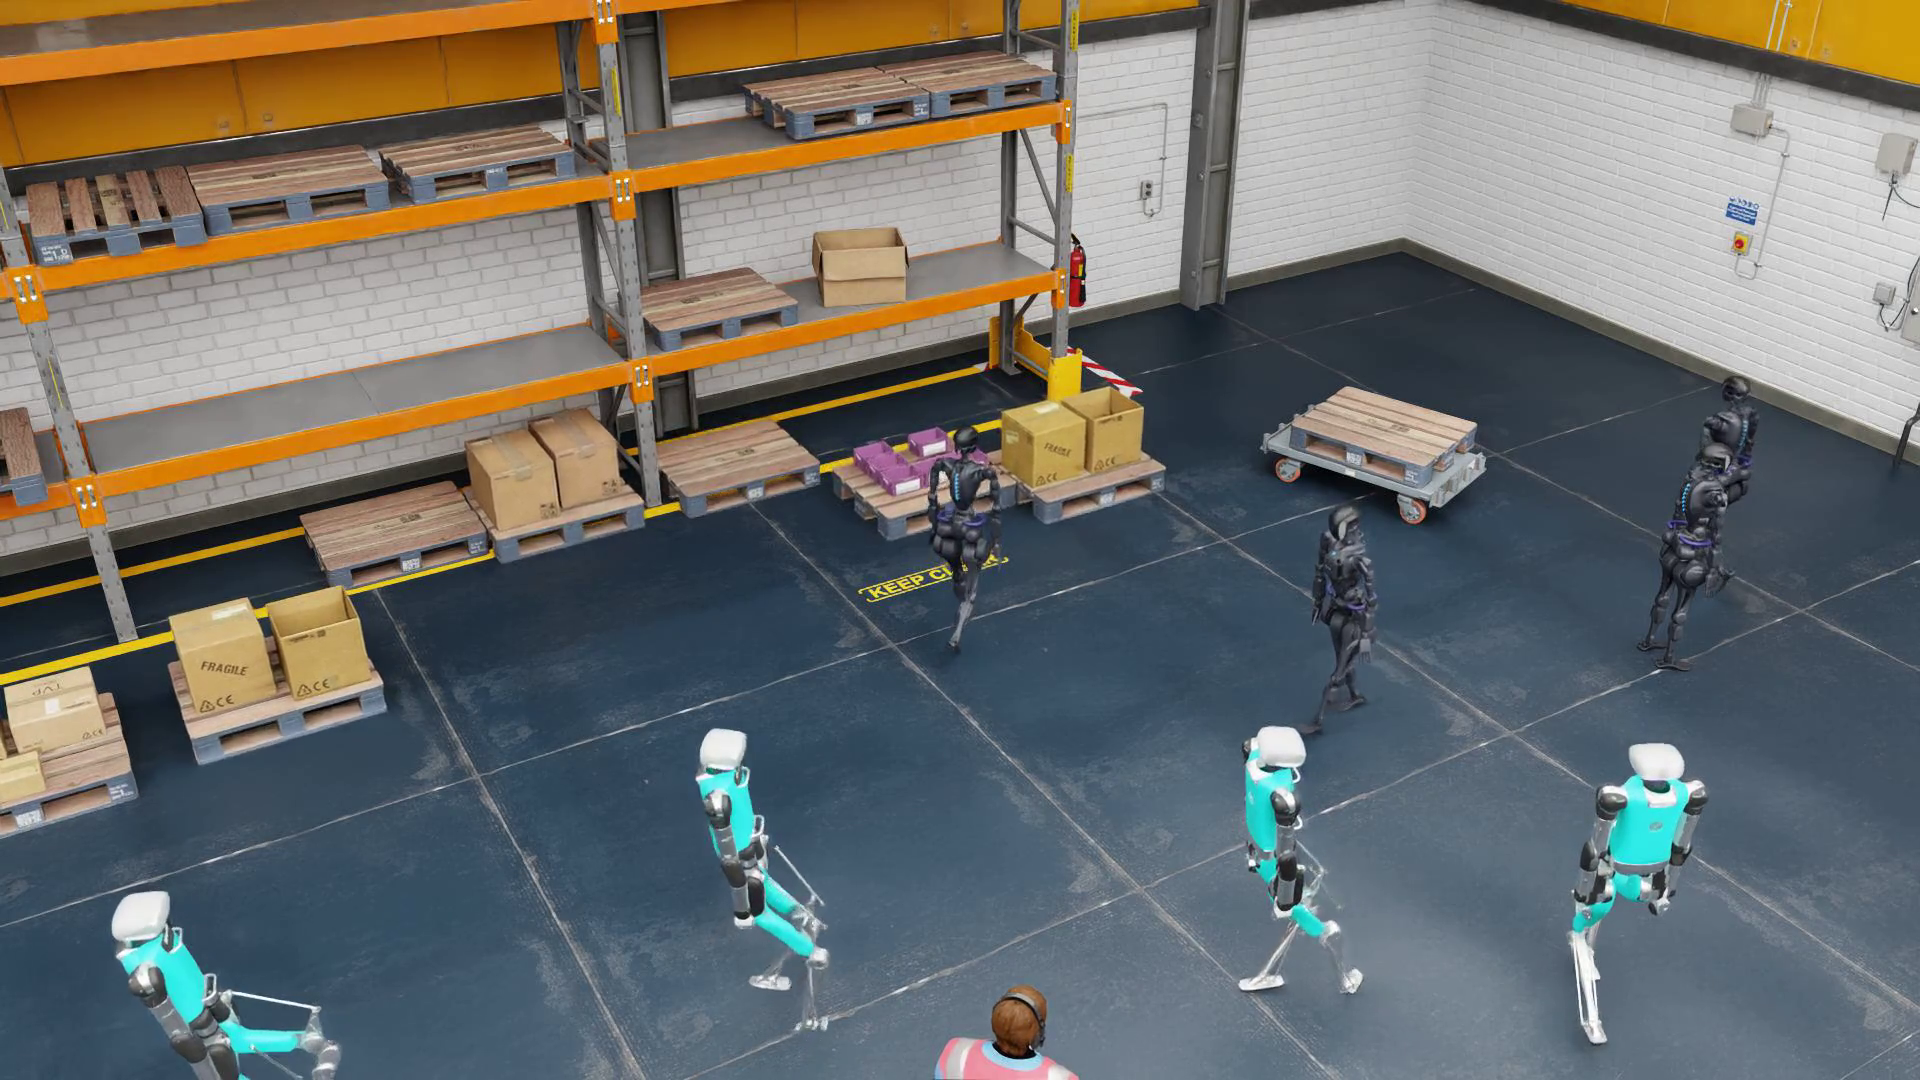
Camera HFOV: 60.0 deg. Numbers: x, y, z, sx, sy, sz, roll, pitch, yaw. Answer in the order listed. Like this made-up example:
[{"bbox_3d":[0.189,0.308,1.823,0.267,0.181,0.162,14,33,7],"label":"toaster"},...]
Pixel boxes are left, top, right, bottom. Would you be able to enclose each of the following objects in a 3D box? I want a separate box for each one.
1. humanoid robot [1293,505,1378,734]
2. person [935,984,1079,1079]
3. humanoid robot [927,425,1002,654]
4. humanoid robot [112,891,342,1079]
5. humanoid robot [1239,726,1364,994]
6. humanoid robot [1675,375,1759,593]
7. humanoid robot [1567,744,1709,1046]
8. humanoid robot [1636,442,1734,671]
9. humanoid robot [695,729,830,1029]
[{"bbox_3d":[2.453,0.497,10.686,0.720,1.626,0.590,-15,33,-25],"label":"humanoid robot"},{"bbox_3d":[0.213,2.563,6.855,0.628,1.836,0.431,11,31,18],"label":"person"},{"bbox_3d":[-0.008,-0.014,11.599,0.586,1.632,0.711,11,31,18],"label":"humanoid robot"},{"bbox_3d":[-3.191,2.248,7.518,0.951,1.745,0.536,-10,31,-17],"label":"humanoid robot"},{"bbox_3d":[1.806,1.714,8.541,0.831,1.871,0.552,-6,30,-11],"label":"humanoid robot"},{"bbox_3d":[5.683,-0.415,12.287,0.593,1.636,0.633,-12,32,-20],"label":"humanoid robot"},{"bbox_3d":[3.335,1.688,8.492,0.544,1.760,0.947,-2,30,-3],"label":"humanoid robot"},{"bbox_3d":[4.986,0.087,11.375,0.315,1.657,0.599,-3,30,-5],"label":"humanoid robot"},{"bbox_3d":[-0.886,1.734,8.451,0.795,1.813,0.531,-1,29,-2],"label":"humanoid robot"}]
